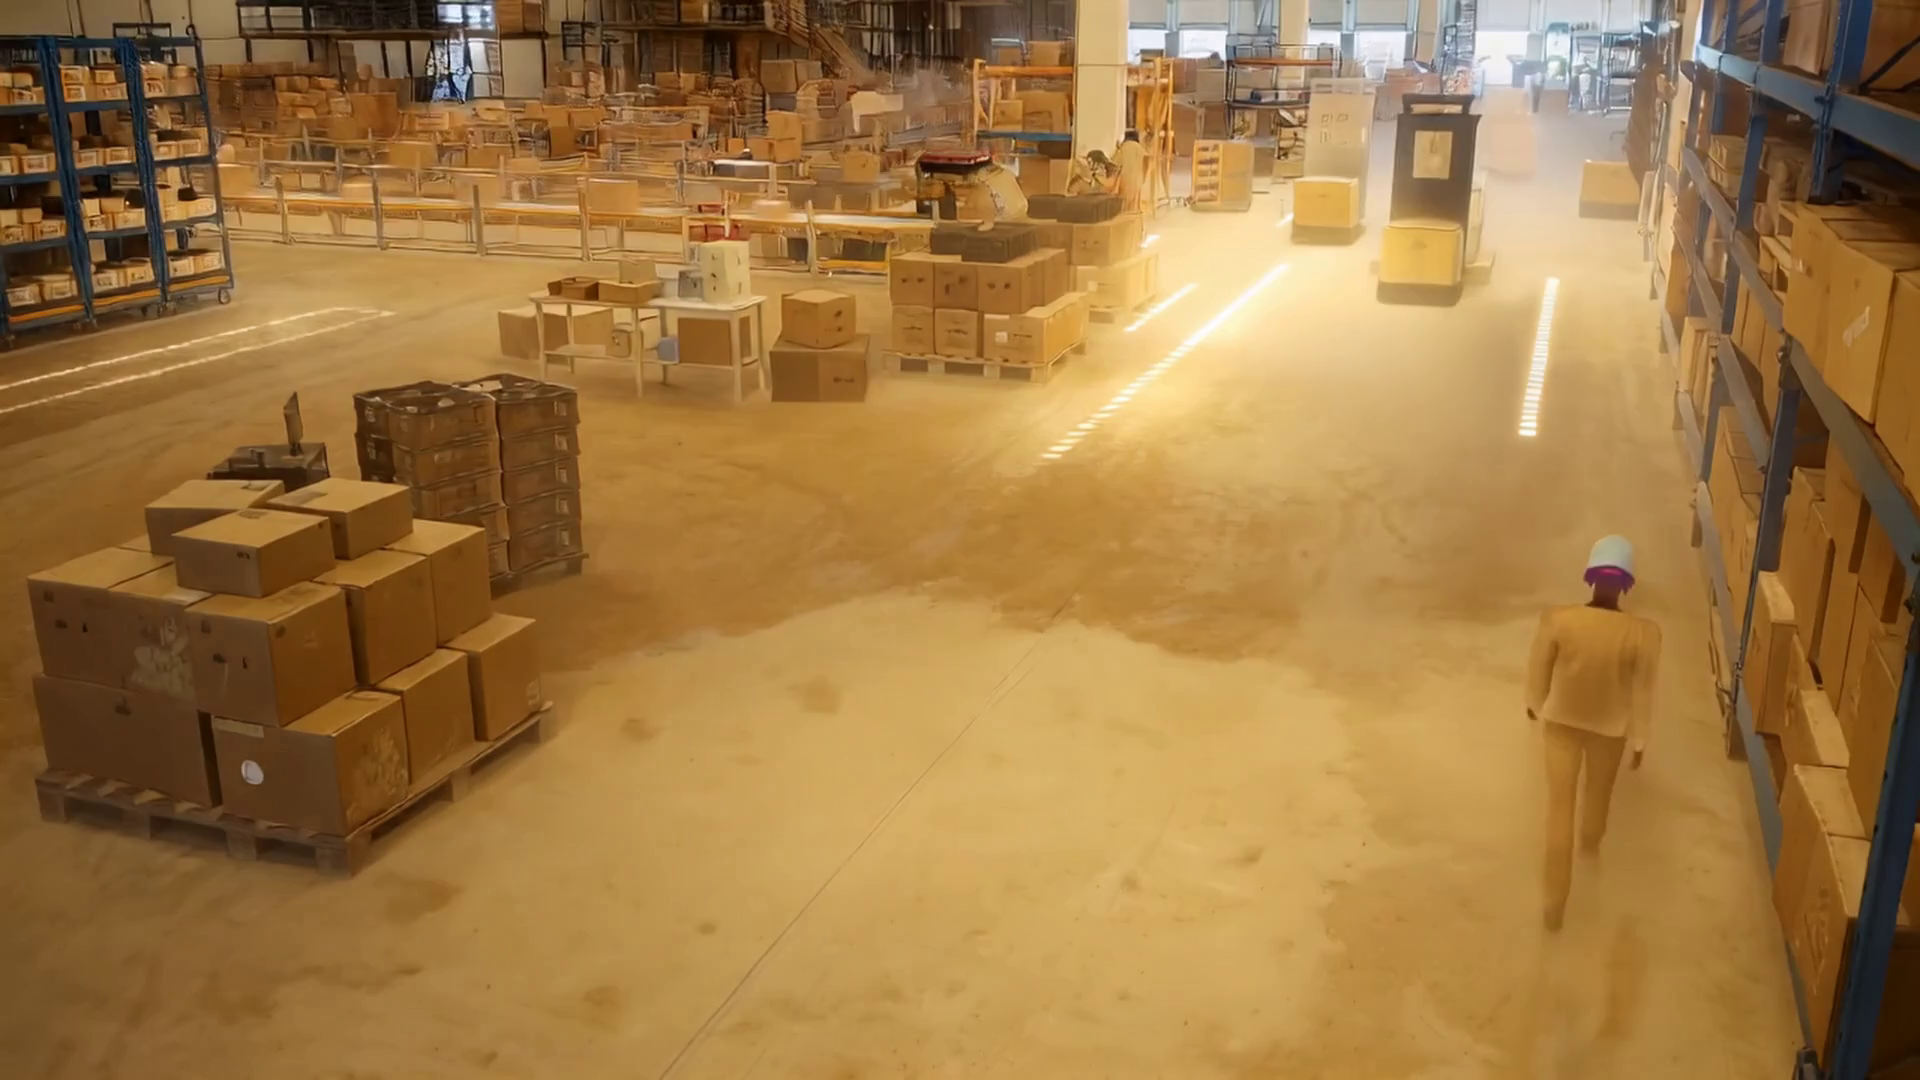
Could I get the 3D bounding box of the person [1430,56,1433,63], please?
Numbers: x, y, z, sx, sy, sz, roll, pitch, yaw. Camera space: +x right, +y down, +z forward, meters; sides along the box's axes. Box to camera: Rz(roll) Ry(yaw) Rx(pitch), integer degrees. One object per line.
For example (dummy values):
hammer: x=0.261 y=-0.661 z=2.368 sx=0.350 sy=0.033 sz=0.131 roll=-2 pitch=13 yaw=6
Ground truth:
person: x=25.480 y=-25.745 z=90.675 sx=0.632 sy=1.874 sz=0.552 roll=0 pitch=18 yaw=-1

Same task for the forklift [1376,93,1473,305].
forklift: x=6.576 y=-4.826 z=23.321 sx=1.129 sy=2.768 sz=1.873 roll=6 pitch=19 yaw=19

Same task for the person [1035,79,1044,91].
person: x=3.117 y=-18.043 z=66.438 sx=0.464 sy=1.899 sz=0.615 roll=0 pitch=18 yaw=1

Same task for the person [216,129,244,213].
person: x=-14.022 y=-6.972 z=31.883 sx=0.327 sy=1.761 sz=0.522 roll=3 pitch=18 yaw=10

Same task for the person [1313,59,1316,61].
person: x=19.759 y=-26.632 z=93.272 sx=0.377 sy=1.995 sz=0.608 roll=6 pitch=19 yaw=19

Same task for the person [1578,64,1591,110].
person: x=24.806 y=-17.955 z=66.191 sx=0.574 sy=1.884 sz=0.356 roll=-14 pitch=23 yaw=-38

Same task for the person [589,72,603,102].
person: x=-15.838 y=-19.732 z=71.864 sx=0.621 sy=1.831 sz=0.532 roll=-4 pitch=18 yaw=-11

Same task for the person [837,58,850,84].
person: x=-5.076 y=-20.083 z=72.782 sx=0.636 sy=1.933 sz=0.769 roll=-8 pitch=19 yaw=-23

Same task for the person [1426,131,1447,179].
person: x=10.121 y=-8.079 z=35.513 sx=0.847 sy=1.664 sz=0.530 roll=-1 pitch=18 yaw=-3

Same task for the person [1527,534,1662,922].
person: x=2.839 y=0.798 z=7.540 sx=0.536 sy=1.714 sz=0.942 roll=6 pitch=19 yaw=18

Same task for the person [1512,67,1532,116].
person: x=21.820 y=-17.337 z=64.346 sx=0.856 sy=1.831 sz=0.497 roll=-5 pitch=18 yaw=-16

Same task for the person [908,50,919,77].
person: x=-2.597 y=-26.558 z=93.300 sx=0.574 sy=1.853 sz=0.940 roll=-3 pitch=18 yaw=-8

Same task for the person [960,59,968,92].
person: x=0.209 y=-20.535 z=74.359 sx=0.518 sy=1.853 sz=0.499 roll=11 pitch=21 yaw=32

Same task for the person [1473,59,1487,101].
person: x=23.419 y=-20.733 z=74.984 sx=0.429 sy=1.846 sz=0.626 roll=-12 pitch=21 yaw=-34

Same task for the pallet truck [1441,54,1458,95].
pallet truck: x=22.765 y=-21.886 z=78.355 sx=0.823 sy=1.965 sz=1.885 roll=-4 pitch=18 yaw=-14

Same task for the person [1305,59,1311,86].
person: x=17.450 y=-23.714 z=84.277 sx=1.009 sy=1.881 sz=0.564 roll=-6 pitch=19 yaw=-18

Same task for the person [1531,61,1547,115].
person: x=22.701 y=-17.686 z=65.088 sx=0.537 sy=2.000 sz=0.689 roll=1 pitch=18 yaw=4

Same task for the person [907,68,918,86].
person: x=-1.813 y=-17.989 z=66.546 sx=0.892 sy=1.714 sz=0.549 roll=13 pitch=22 yaw=35

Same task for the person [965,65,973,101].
person: x=0.317 y=-16.984 z=63.048 sx=0.368 sy=1.939 sz=0.542 roll=-1 pitch=18 yaw=-2

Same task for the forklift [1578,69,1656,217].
forklift: x=13.219 y=-7.740 z=32.475 sx=1.873 sy=2.768 sz=1.129 roll=6 pitch=19 yaw=18

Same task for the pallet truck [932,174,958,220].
pallet truck: x=-0.507 y=-5.292 z=27.348 sx=0.653 sy=1.274 sz=1.630 roll=6 pitch=19 yaw=19

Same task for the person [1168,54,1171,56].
person: x=10.124 y=-22.742 z=81.229 sx=0.900 sy=1.896 sz=0.661 roll=-7 pitch=19 yaw=-22

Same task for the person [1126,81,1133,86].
person: x=5.678 y=-14.535 z=55.563 sx=0.605 sy=1.816 sz=0.720 roll=9 pitch=20 yaw=26

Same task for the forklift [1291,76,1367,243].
forklift: x=6.598 y=-6.755 z=29.381 sx=1.129 sy=2.768 sz=1.873 roll=6 pitch=19 yaw=19

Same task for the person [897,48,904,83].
person: x=-3.321 y=-26.640 z=93.450 sx=0.580 sy=1.913 sz=0.651 roll=8 pitch=19 yaw=22
